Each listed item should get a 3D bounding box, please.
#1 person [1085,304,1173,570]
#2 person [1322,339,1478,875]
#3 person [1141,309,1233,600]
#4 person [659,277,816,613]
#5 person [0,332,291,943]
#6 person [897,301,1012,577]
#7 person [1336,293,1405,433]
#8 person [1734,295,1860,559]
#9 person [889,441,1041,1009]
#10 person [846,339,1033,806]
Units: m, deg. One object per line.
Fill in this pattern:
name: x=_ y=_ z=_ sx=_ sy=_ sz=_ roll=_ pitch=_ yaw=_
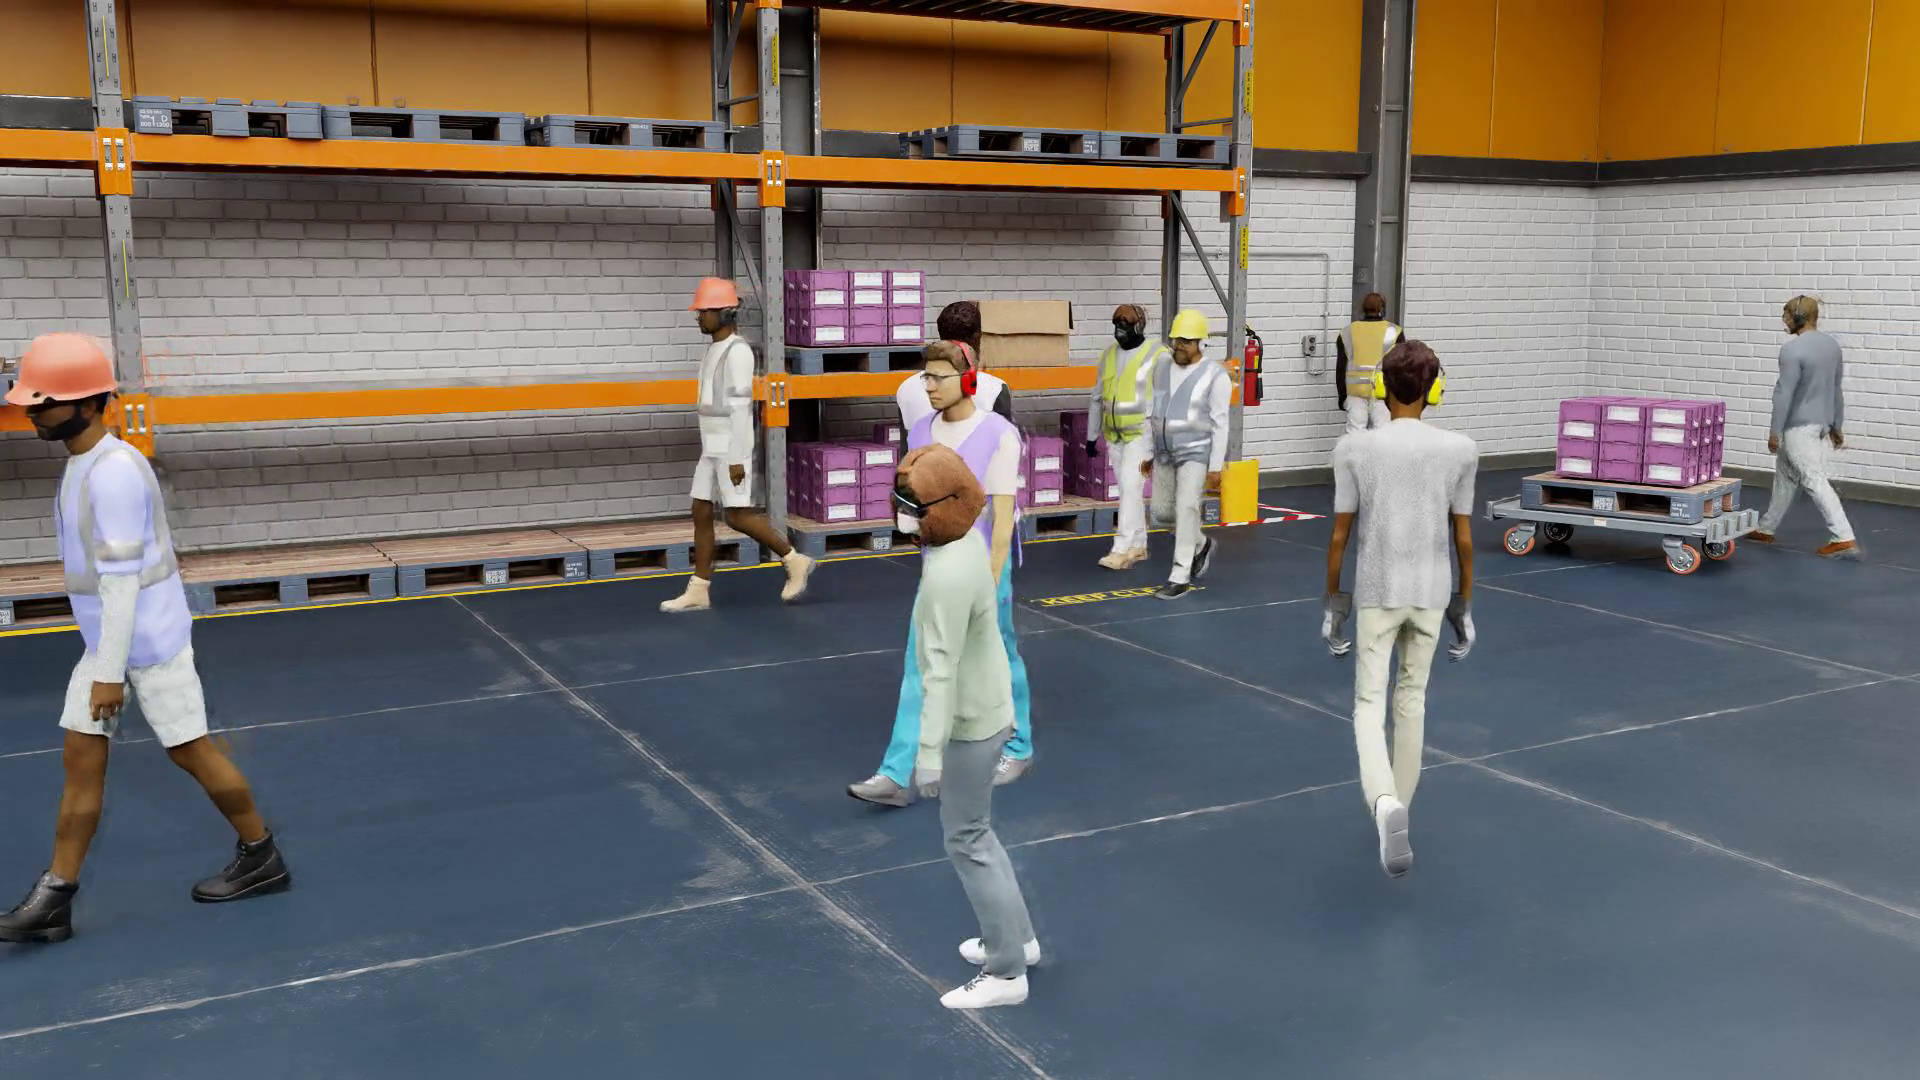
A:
person: x=1.092 y=-0.701 z=11.441 sx=0.809 sy=1.810 sz=0.647 roll=-9 pitch=13 yaw=-43
person: x=1.525 y=0.232 z=5.728 sx=0.529 sy=1.836 sz=0.734 roll=1 pitch=9 yaw=6
person: x=1.445 y=-0.549 z=10.497 sx=0.647 sy=1.815 sz=0.605 roll=-9 pitch=13 yaw=-43
person: x=-1.362 y=-0.566 z=10.003 sx=0.888 sy=2.019 sz=0.621 roll=-5 pitch=10 yaw=-27
person: x=-2.578 y=0.300 z=5.157 sx=0.934 sy=1.886 sz=0.554 roll=-9 pitch=13 yaw=-43
person: x=-0.012 y=-0.114 z=7.546 sx=0.592 sy=1.920 sz=0.392 roll=5 pitch=11 yaw=29
person: x=3.751 y=-1.327 z=15.171 sx=0.633 sy=1.841 sz=0.429 roll=4 pitch=10 yaw=24
person: x=6.125 y=-0.823 z=12.016 sx=0.643 sy=1.884 sz=1.024 roll=-6 pitch=11 yaw=-34
person: x=0.008 y=0.521 z=4.598 sx=0.409 sy=1.605 sz=0.525 roll=1 pitch=9 yaw=5
person: x=-0.018 y=0.130 z=6.423 sx=0.593 sy=1.793 sz=0.958 roll=8 pitch=12 yaw=41
